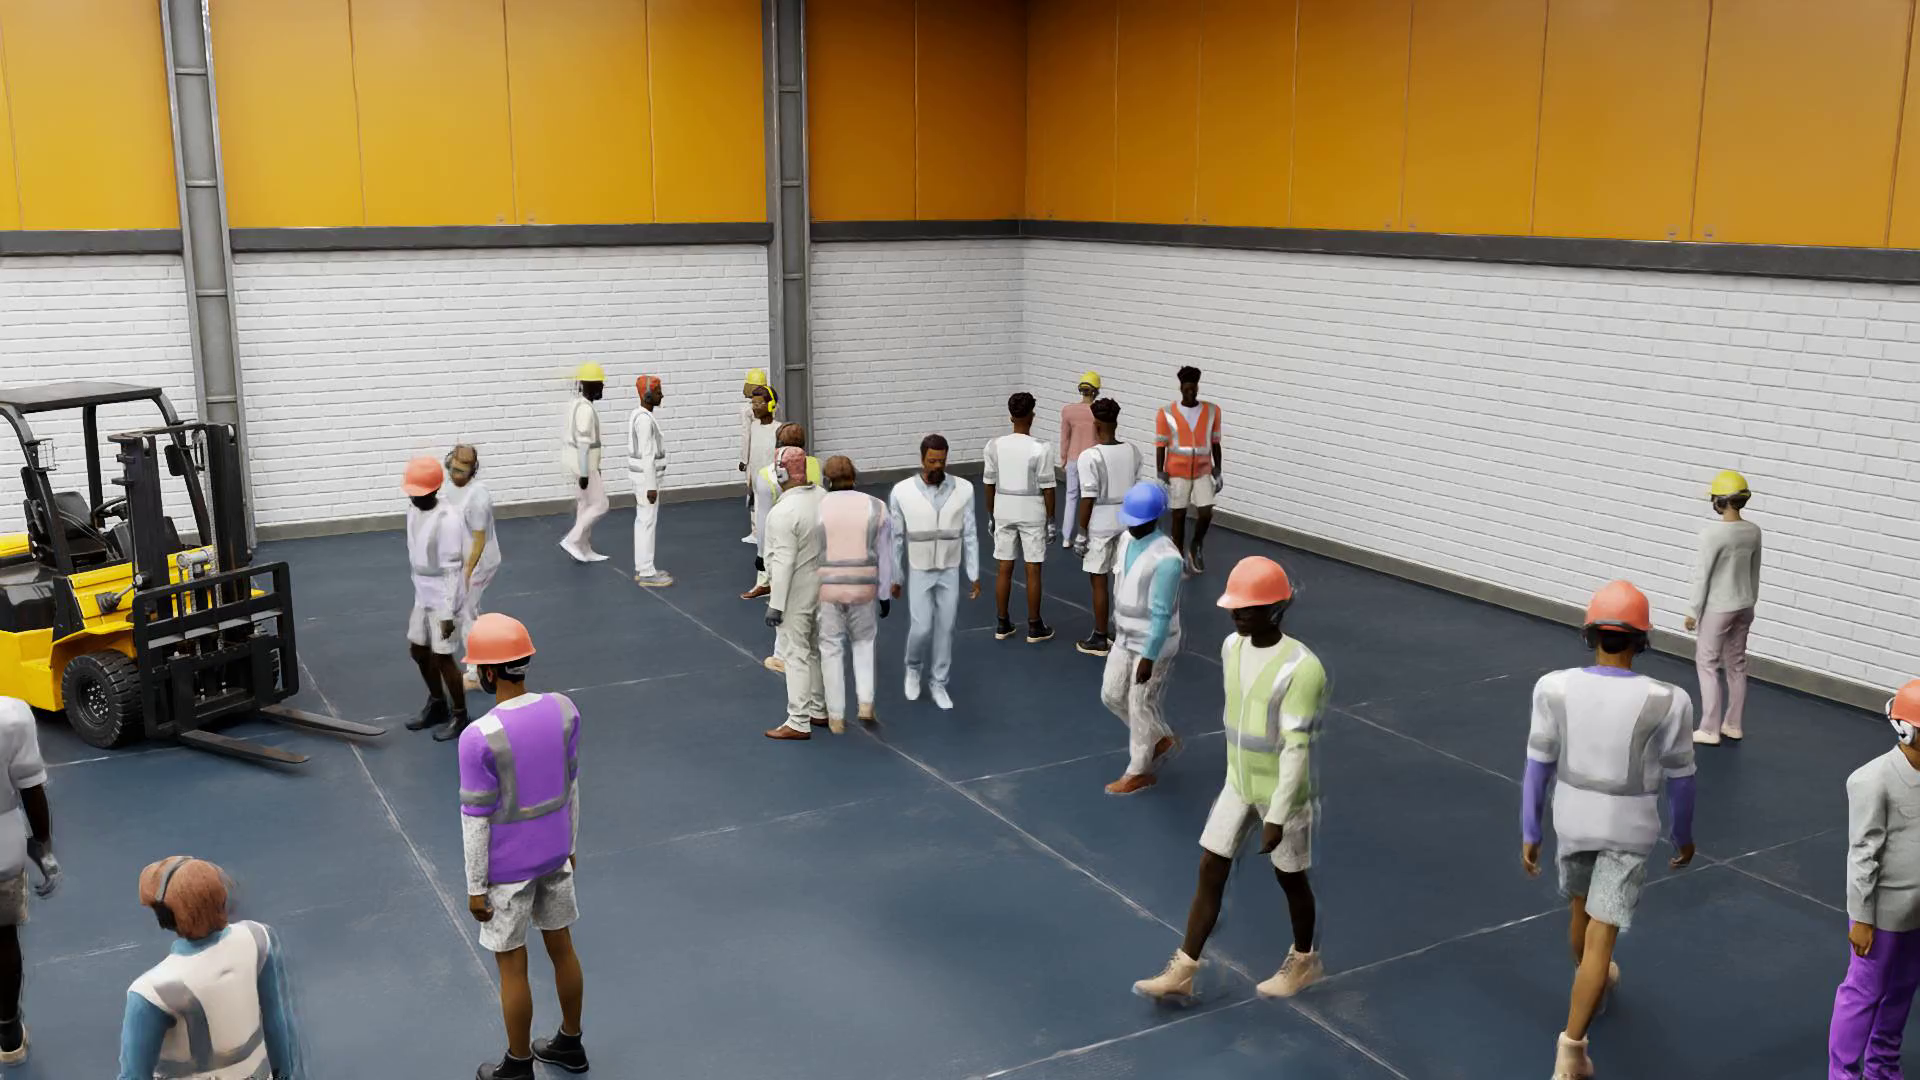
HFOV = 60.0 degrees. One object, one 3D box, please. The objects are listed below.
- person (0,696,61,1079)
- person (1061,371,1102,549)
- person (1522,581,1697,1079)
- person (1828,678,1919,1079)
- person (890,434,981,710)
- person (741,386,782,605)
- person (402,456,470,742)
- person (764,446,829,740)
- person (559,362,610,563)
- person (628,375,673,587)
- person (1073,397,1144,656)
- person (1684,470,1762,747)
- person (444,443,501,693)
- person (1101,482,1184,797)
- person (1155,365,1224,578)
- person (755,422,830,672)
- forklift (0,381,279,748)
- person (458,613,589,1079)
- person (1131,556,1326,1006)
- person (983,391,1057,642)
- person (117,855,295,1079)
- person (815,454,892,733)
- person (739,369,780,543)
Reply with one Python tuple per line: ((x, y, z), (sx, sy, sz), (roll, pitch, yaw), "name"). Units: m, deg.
((-3.929, 1.210, 6.509), (0.634, 1.940, 0.789), (-10, 16, -39), "person")
((1.242, -0.768, 16.249), (0.531, 1.754, 0.342), (4, 13, 18), "person")
((2.609, 1.151, 6.721), (0.614, 1.990, 1.066), (10, 16, 39), "person")
((3.547, 1.361, 6.258), (0.561, 1.752, 0.324), (-7, 14, -28), "person")
((-0.175, 0.213, 11.305), (0.589, 1.902, 0.444), (-4, 13, -18), "person")
((-1.643, -0.387, 14.173), (0.517, 1.874, 0.327), (11, 16, 42), "person")
((-3.337, 0.376, 10.552), (0.475, 1.890, 0.617), (-12, 17, -44), "person")
((-1.060, 0.339, 10.709), (0.406, 1.902, 0.638), (5, 13, 24), "person")
((-3.484, -0.711, 15.612), (0.449, 1.914, 0.596), (-4, 13, -18), "person")
((-2.778, -0.532, 14.821), (0.337, 1.883, 0.584), (-3, 12, -15), "person")
((1.117, -0.102, 12.618), (0.610, 1.963, 0.366), (-9, 15, -35), "person")
((4.859, 0.430, 10.618), (0.543, 1.755, 0.363), (-6, 14, -28), "person")
((-3.420, 0.196, 11.611), (0.446, 1.801, 0.557), (-9, 15, -37), "person")
((1.062, 0.579, 9.561), (0.498, 1.906, 0.635), (-5, 13, -23), "person")
((2.077, -0.609, 15.022), (0.650, 1.948, 0.430), (-1, 12, -3), "person")
((-1.231, 0.050, 12.198), (0.622, 1.845, 0.429), (-9, 15, -35), "person")
((-5.853, 0.085, 11.199), (2.313, 2.155, 1.214), (7, 14, 28), "forklift")
((-1.724, 1.225, 6.489), (0.389, 1.929, 0.545), (9, 15, 35), "person")
((1.187, 1.069, 7.051), (0.976, 2.004, 0.613), (-8, 14, -32), "person")
((0.478, -0.179, 12.973), (0.600, 1.966, 0.363), (6, 13, 26), "person")
((-2.287, 1.708, 4.995), (0.851, 1.585, 0.538), (4, 13, 18), "person")
((-0.773, 0.349, 10.854), (0.640, 1.817, 0.466), (-3, 12, -12), "person")
((-2.006, -0.836, 16.579), (0.297, 1.745, 0.484), (11, 16, 41), "person")
